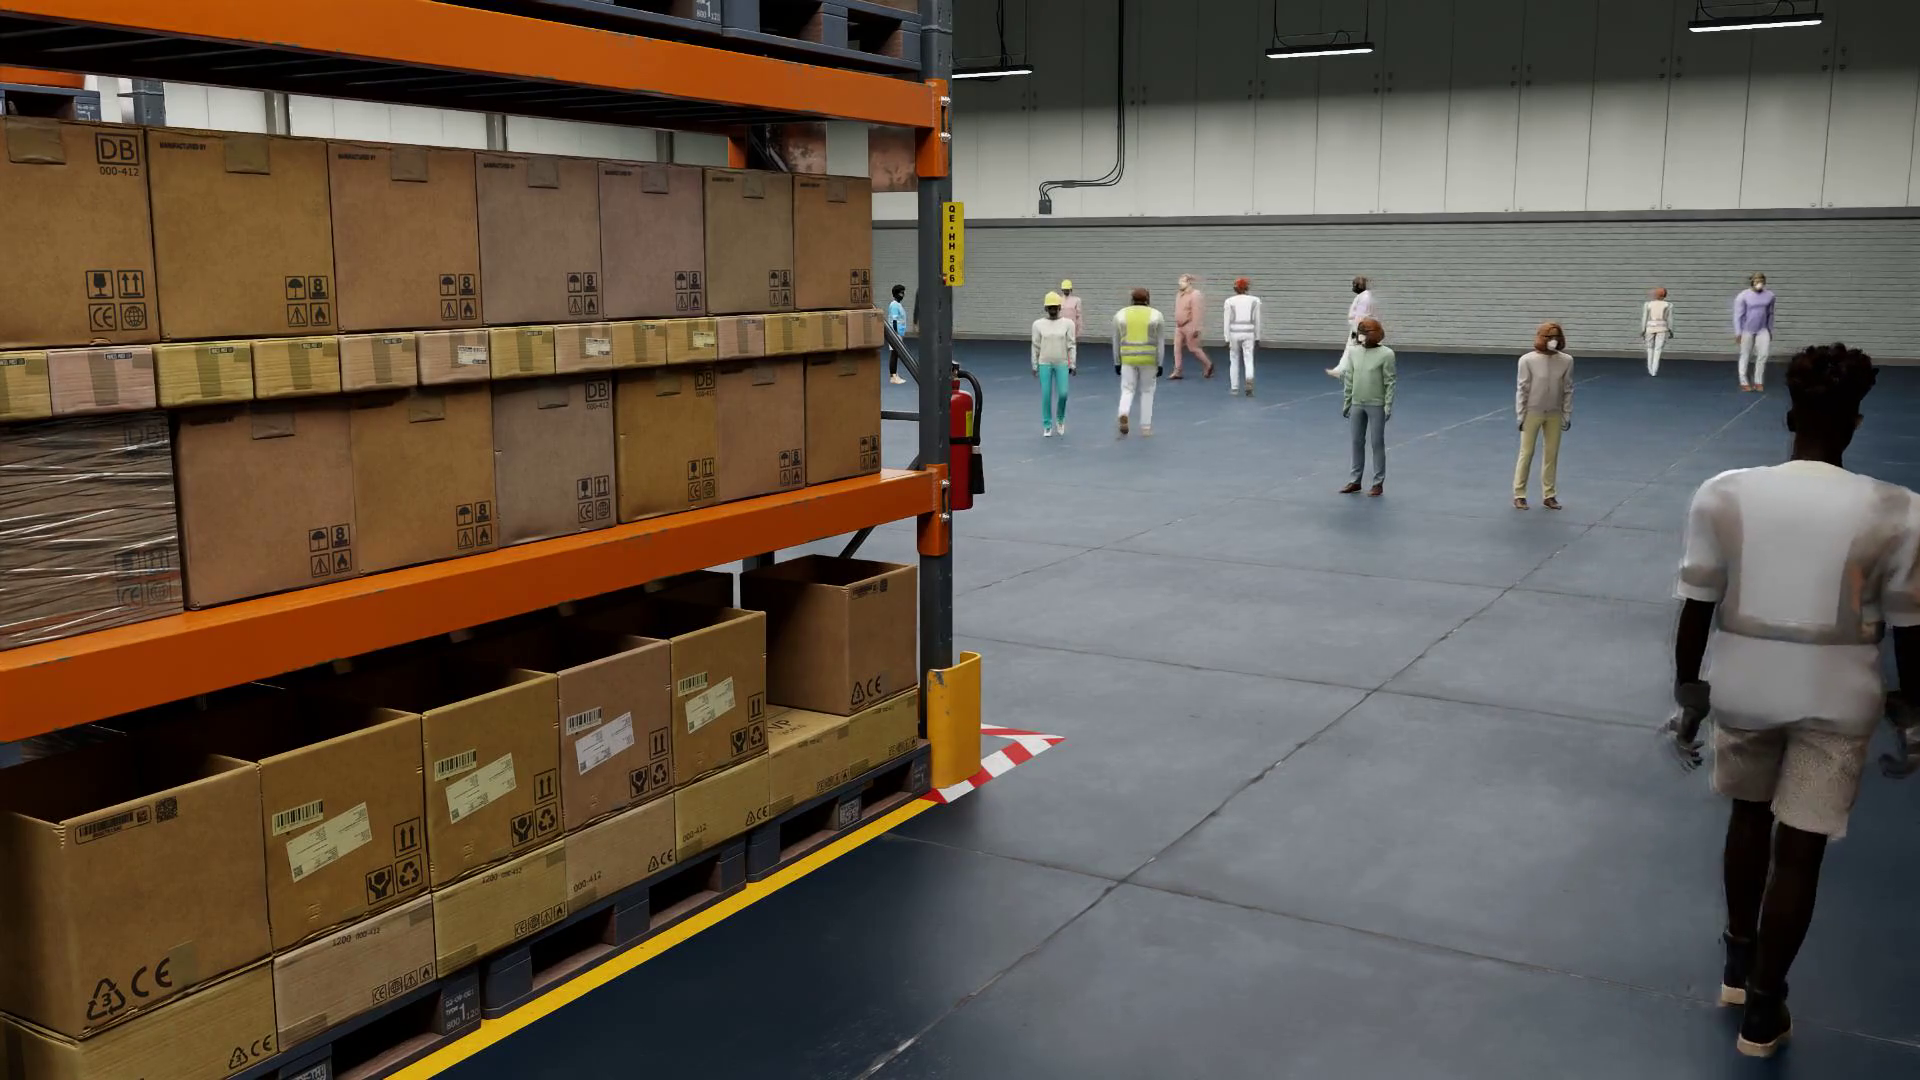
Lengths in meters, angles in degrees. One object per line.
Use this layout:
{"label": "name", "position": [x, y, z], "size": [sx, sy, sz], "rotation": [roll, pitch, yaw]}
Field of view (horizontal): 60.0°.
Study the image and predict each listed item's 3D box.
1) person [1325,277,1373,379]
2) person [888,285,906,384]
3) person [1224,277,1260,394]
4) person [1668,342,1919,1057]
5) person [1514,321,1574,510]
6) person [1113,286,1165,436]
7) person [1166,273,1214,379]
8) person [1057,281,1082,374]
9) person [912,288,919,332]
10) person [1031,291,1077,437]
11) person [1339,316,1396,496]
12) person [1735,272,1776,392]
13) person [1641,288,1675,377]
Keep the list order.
{"label": "person", "position": [6.896, -3.687, 29.126], "size": [0.935, 1.794, 0.661], "rotation": [1, 10, 7]}
{"label": "person", "position": [-1.073, -3.496, 28.326], "size": [0.320, 1.692, 0.531], "rotation": [1, 10, 5]}
{"label": "person", "position": [4.404, -3.172, 25.950], "size": [0.584, 1.860, 0.757], "rotation": [0, 10, 2]}
{"label": "person", "position": [2.340, 0.428, 4.604], "size": [0.618, 1.939, 0.664], "rotation": [8, 12, 39]}
{"label": "person", "position": [5.009, -1.062, 14.283], "size": [0.500, 1.625, 0.293], "rotation": [-1, 10, -5]}
{"label": "person", "position": [2.144, -2.140, 20.027], "size": [0.630, 1.829, 0.599], "rotation": [3, 10, 16]}
{"label": "person", "position": [4.082, -3.766, 29.389], "size": [0.821, 1.882, 0.656], "rotation": [-5, 11, -28]}
{"label": "person", "position": [1.958, -3.918, 30.703], "size": [0.552, 1.714, 0.907], "rotation": [1, 10, 8]}
{"label": "person", "position": [-0.538, -3.891, 29.842], "size": [0.627, 1.967, 0.783], "rotation": [-3, 10, -17]}
{"label": "person", "position": [1.127, -2.108, 20.029], "size": [0.558, 1.751, 0.409], "rotation": [1, 10, 5]}
{"label": "person", "position": [3.709, -1.213, 15.133], "size": [0.278, 1.631, 0.505], "rotation": [-9, 13, -42]}
{"label": "person", "position": [12.713, -3.310, 26.574], "size": [0.659, 1.914, 0.712], "rotation": [0, 10, 1]}
{"label": "person", "position": [12.653, -3.758, 30.124], "size": [0.538, 1.596, 0.831], "rotation": [7, 12, 35]}
